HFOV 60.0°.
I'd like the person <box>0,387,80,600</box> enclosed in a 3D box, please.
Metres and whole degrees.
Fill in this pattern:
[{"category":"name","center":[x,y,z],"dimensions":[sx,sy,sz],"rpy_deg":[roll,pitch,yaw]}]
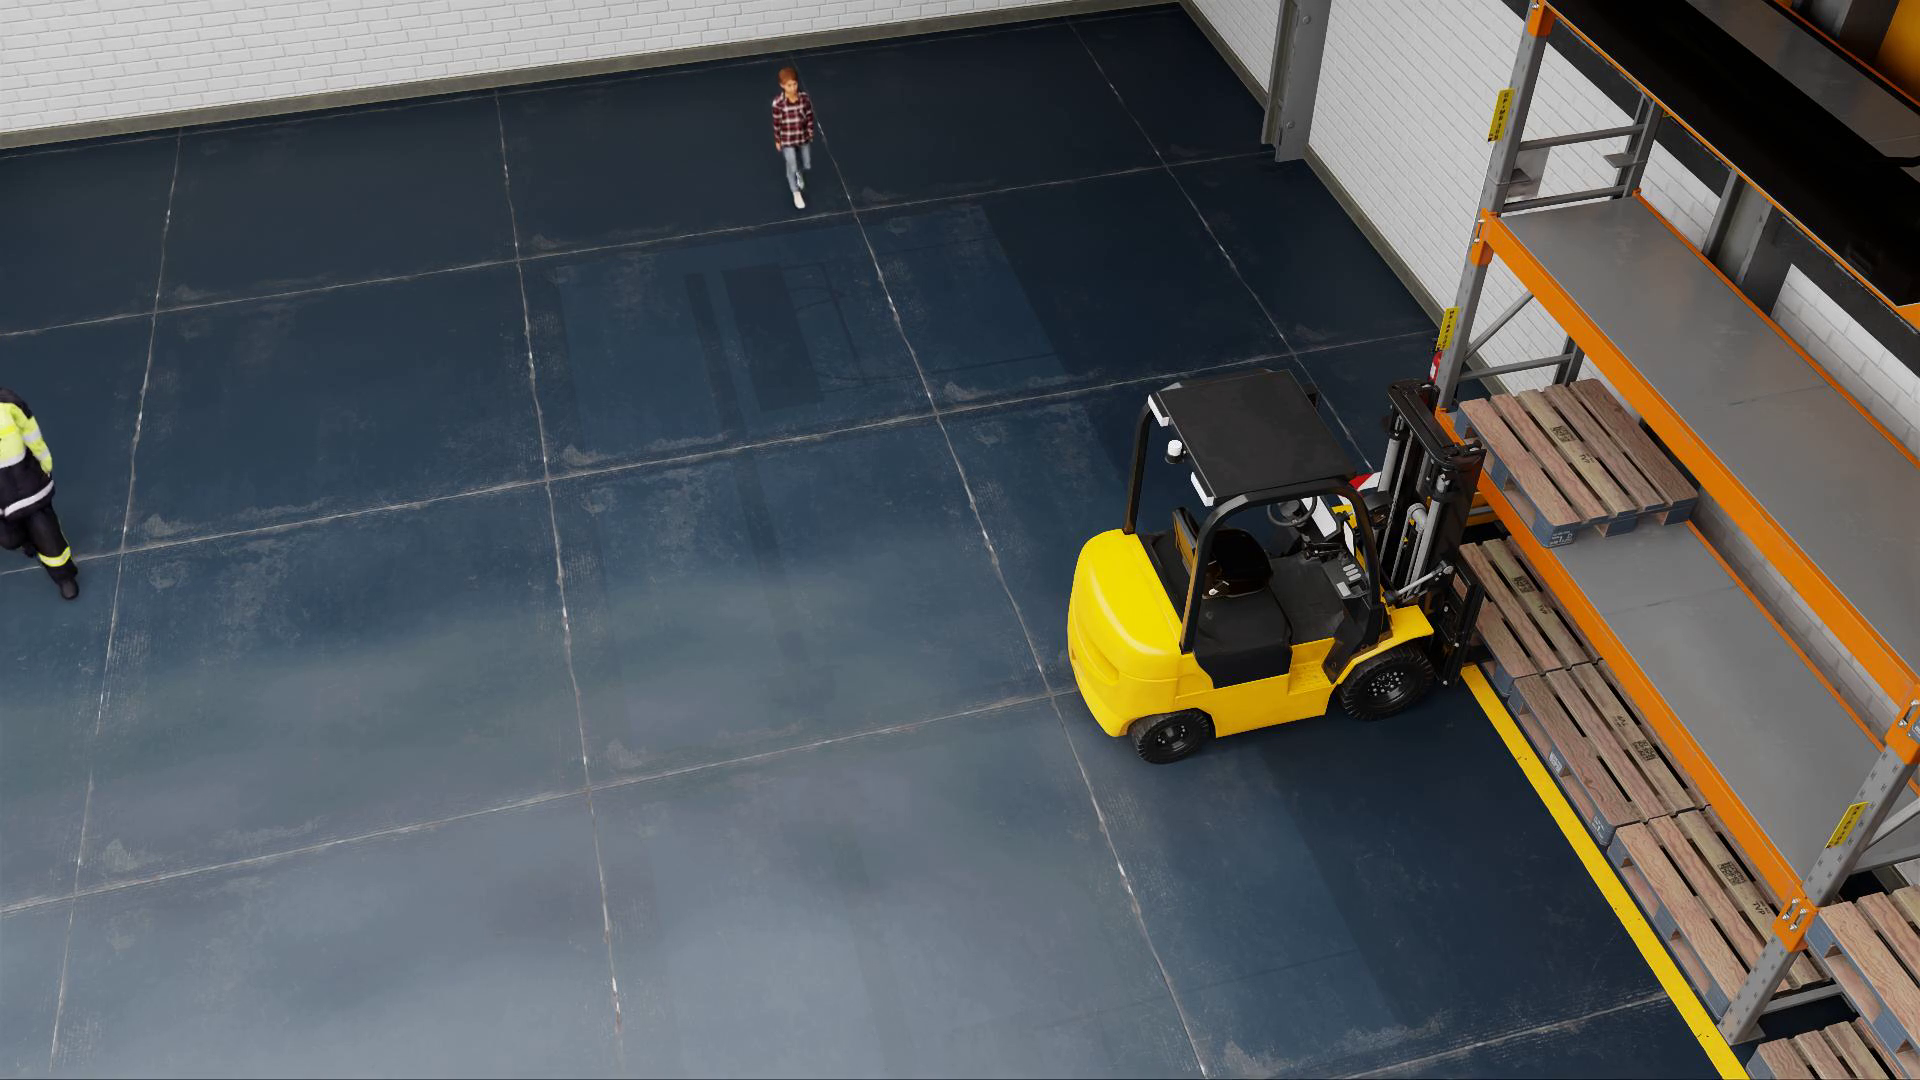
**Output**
[{"category":"person","center":[-6.350,-0.481,11.020],"dimensions":[0.904,1.967,1.040],"rpy_deg":[-21,47,-21]}]

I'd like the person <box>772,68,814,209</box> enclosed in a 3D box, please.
[{"category":"person","center":[-1.499,-3.618,14.799],"dimensions":[0.578,1.296,0.715],"rpy_deg":[-16,46,-16]}]
